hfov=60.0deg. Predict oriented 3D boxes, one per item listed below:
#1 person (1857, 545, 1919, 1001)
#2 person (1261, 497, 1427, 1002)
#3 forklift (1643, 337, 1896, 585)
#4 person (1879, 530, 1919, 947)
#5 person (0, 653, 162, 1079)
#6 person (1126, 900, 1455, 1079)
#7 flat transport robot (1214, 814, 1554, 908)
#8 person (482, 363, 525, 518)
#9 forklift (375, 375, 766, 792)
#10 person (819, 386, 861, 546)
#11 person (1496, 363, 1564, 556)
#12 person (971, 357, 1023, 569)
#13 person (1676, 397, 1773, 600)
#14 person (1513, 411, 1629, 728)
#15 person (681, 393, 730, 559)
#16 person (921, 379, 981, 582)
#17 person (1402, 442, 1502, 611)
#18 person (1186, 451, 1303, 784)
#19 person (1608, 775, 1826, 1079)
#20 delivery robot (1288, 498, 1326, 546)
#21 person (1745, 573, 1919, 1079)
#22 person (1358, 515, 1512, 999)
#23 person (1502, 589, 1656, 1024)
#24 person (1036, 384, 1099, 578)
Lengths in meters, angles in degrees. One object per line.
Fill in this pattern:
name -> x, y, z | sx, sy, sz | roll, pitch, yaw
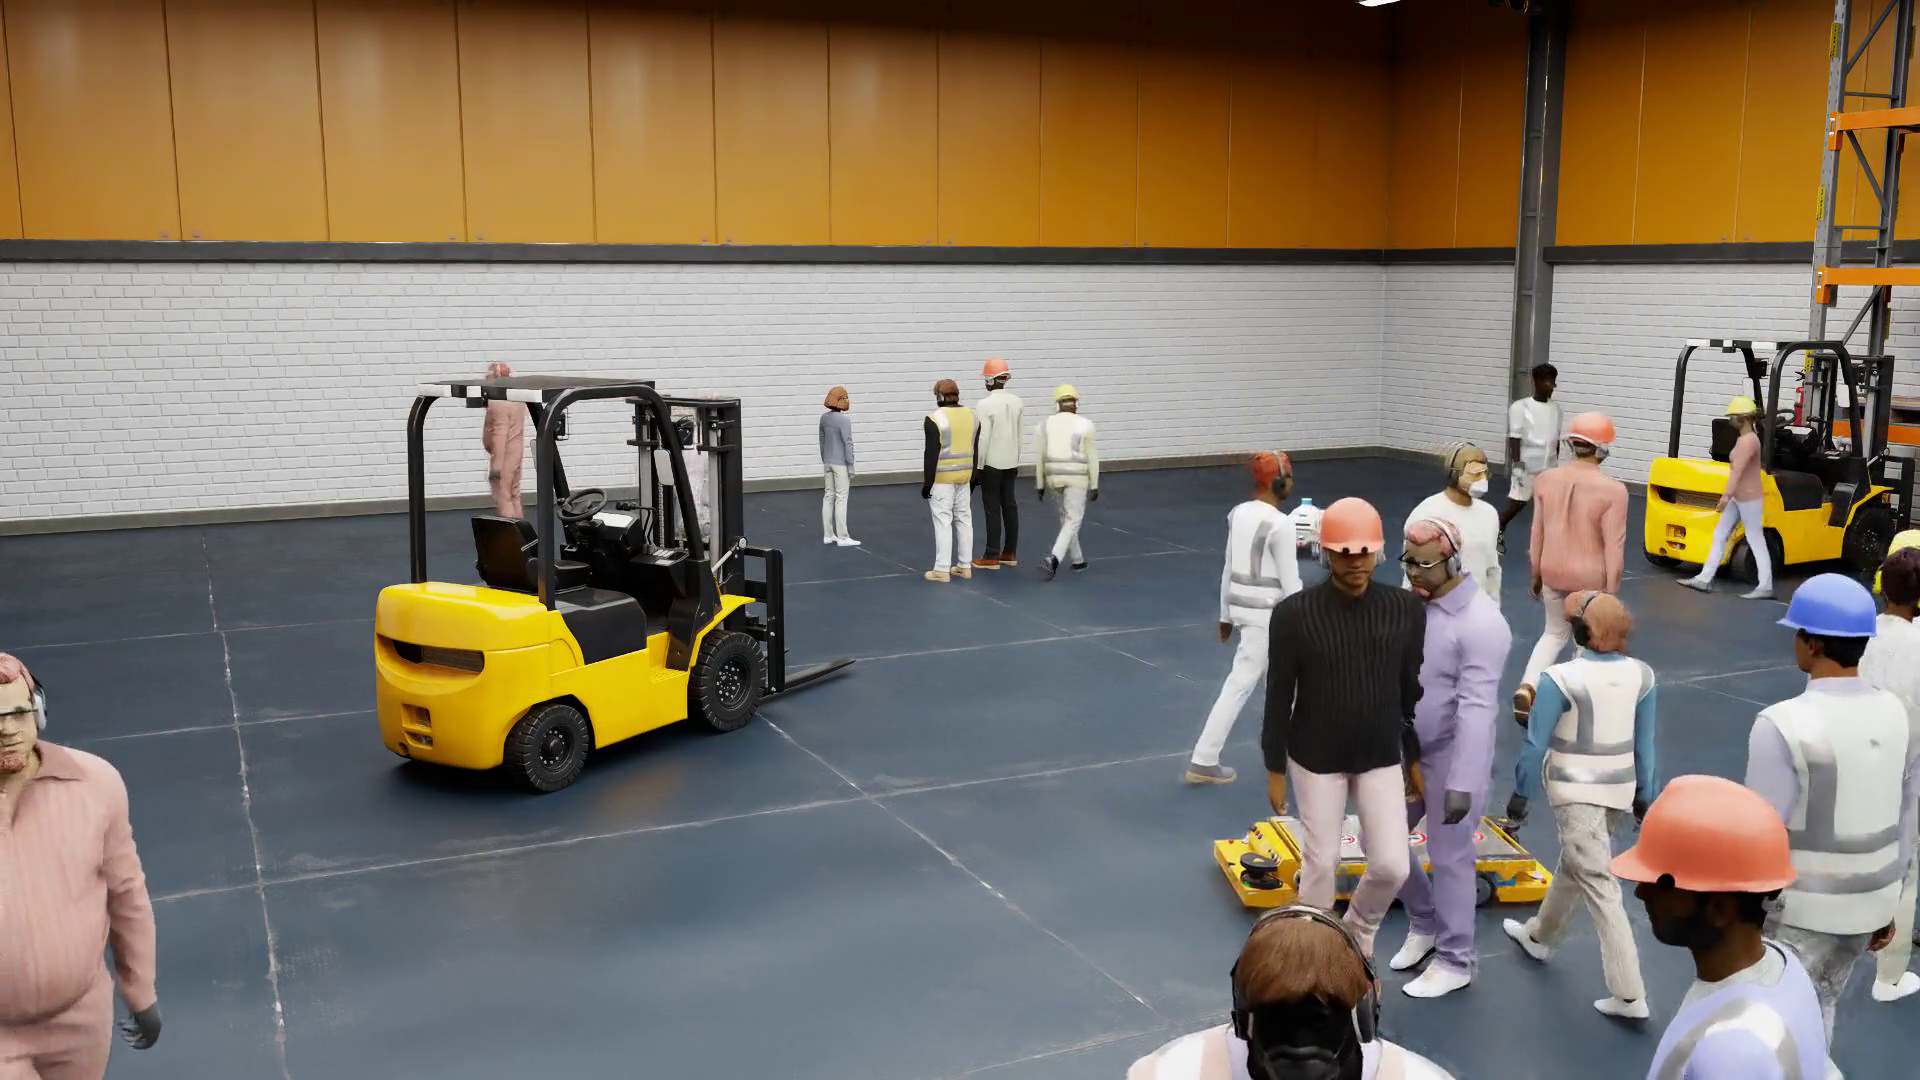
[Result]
person -> 3.373, 0.926, 6.145 | 0.540, 1.803, 0.908 | 8, 12, 39
person -> 1.438, 0.817, 6.208 | 0.644, 1.974, 0.445 | 0, 9, -3
forklift -> 7.551, -0.789, 15.507 | 2.313, 2.155, 1.214 | -4, 10, -25
person -> 3.977, 0.817, 6.964 | 0.564, 1.714, 0.789 | -1, 9, -7
person -> -2.422, 1.185, 4.263 | 0.927, 1.875, 0.652 | 7, 12, 39
person -> 0.542, 1.452, 2.745 | 0.632, 1.824, 0.508 | 2, 9, 14
flat transport robot -> 1.933, 1.447, 7.582 | 1.431, 0.197, 0.652 | -1, 9, -3
person -> -4.566, -0.816, 16.646 | 0.402, 1.895, 0.697 | 0, 9, 0
forklift -> -2.268, 0.149, 9.685 | 1.214, 2.155, 2.313 | 6, 11, 32
person -> -1.247, -0.756, 17.032 | 0.280, 1.634, 0.498 | -8, 12, -40
person -> 5.495, -0.741, 15.986 | 0.604, 1.942, 0.880 | -2, 9, -14
person -> 0.345, -0.723, 15.711 | 0.381, 1.994, 0.613 | 8, 12, 40
person -> 6.615, -0.354, 14.257 | 0.829, 1.729, 0.551 | 3, 10, 18
person -> 3.619, 0.226, 9.856 | 0.626, 1.981, 0.620 | -8, 12, -40
person -> -1.851, -0.161, 12.544 | 0.453, 1.890, 0.661 | 3, 10, 18
person -> -0.106, -0.543, 15.089 | 0.633, 1.834, 0.429 | -8, 12, -42
person -> 2.570, 0.456, 8.598 | 0.652, 1.928, 0.434 | -7, 11, -36
person -> 1.682, 0.428, 9.089 | 1.013, 1.828, 0.594 | -3, 10, -16
person -> 1.308, 1.355, 3.148 | 0.963, 1.891, 0.550 | 6, 11, 34
delivery robot -> 3.412, -0.166, 16.393 | 0.477, 0.478, 0.707 | 3, 9, 20
person -> 2.571, 1.064, 4.863 | 0.616, 1.923, 0.770 | -3, 10, -19
person -> 1.809, 0.836, 6.391 | 0.420, 1.880, 0.665 | -4, 10, -23
person -> 2.395, 0.978, 6.389 | 0.522, 1.587, 0.885 | -4, 10, -23
person -> 0.956, -0.537, 15.250 | 0.617, 1.780, 0.834 | 6, 11, 32
